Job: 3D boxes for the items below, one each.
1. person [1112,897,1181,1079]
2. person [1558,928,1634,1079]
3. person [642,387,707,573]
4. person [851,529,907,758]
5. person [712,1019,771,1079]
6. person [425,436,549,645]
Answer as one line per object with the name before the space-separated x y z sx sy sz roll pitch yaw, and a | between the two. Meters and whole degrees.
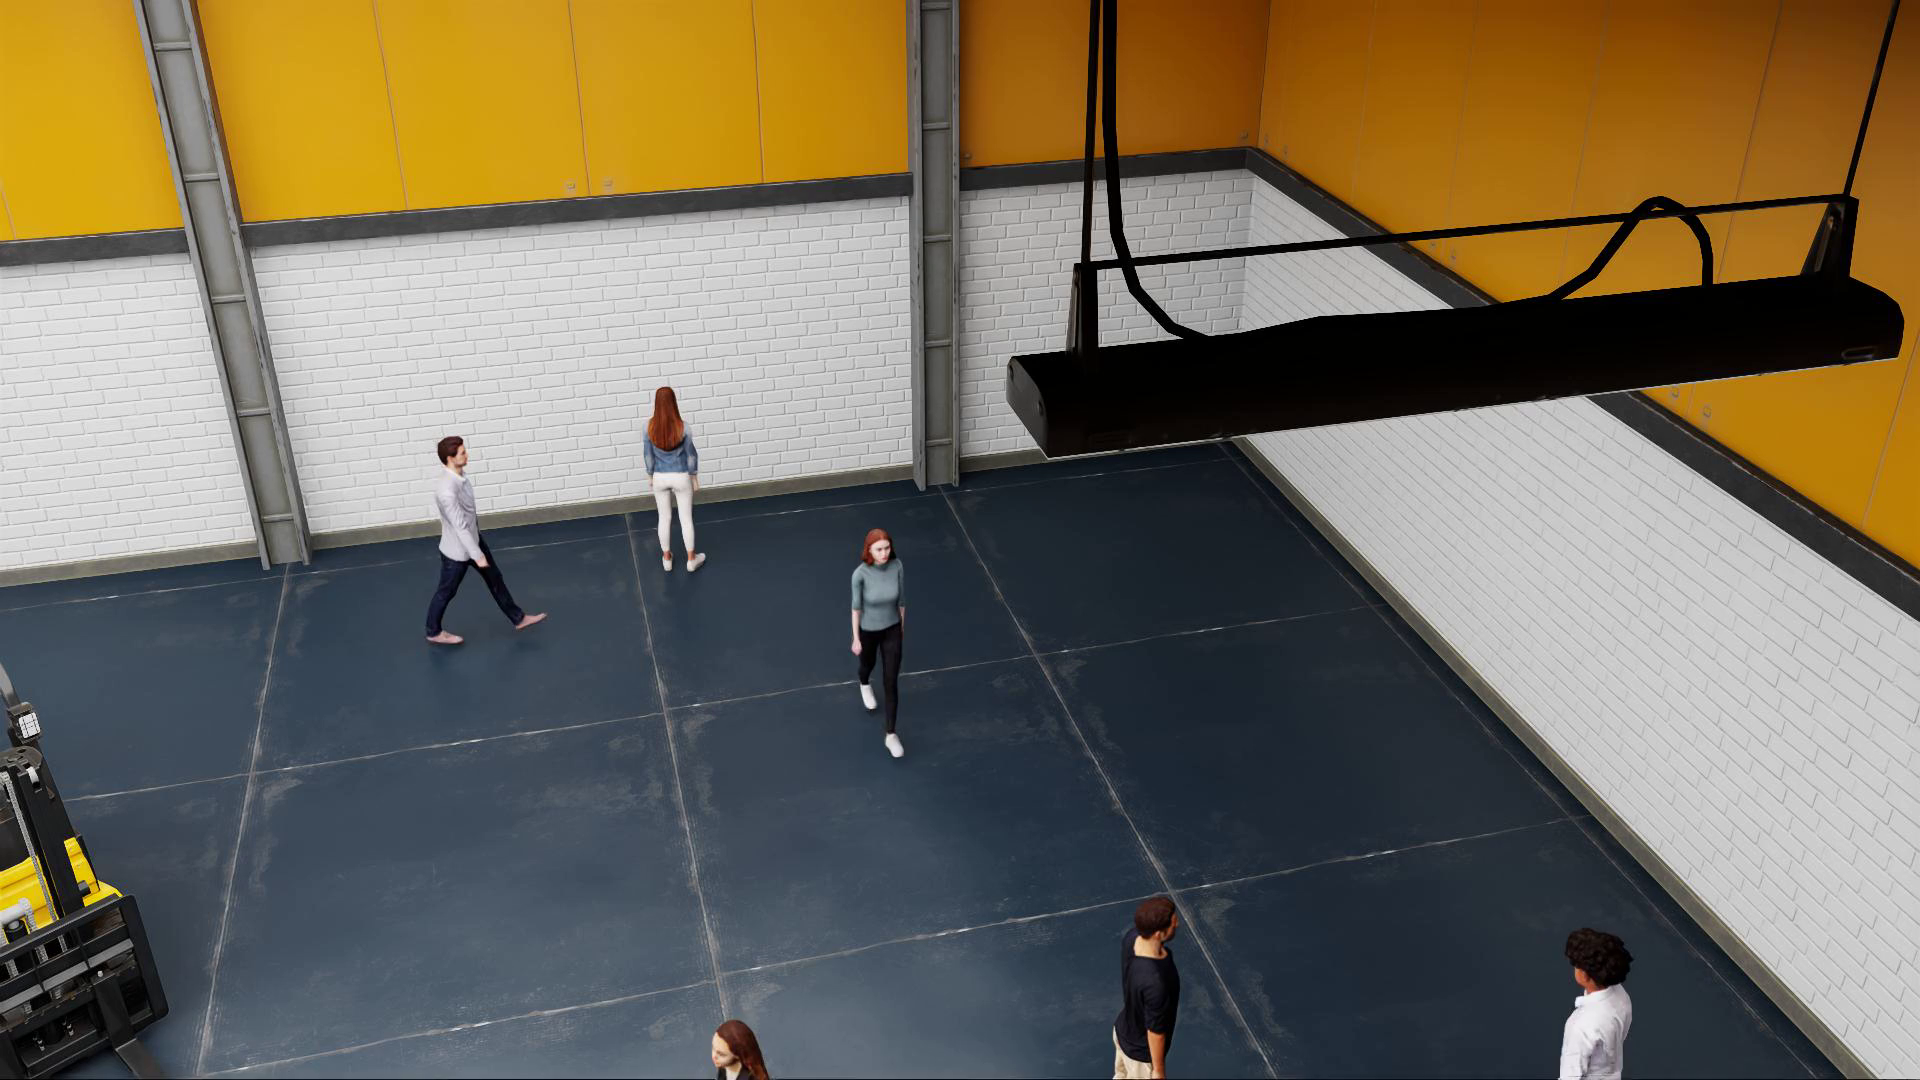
person | 0.926 2.577 8.575 0.549 1.854 0.636 -5 29 -10
person | 3.198 2.759 8.308 0.979 1.790 0.949 25 37 37
person | -2.497 -0.519 14.411 0.565 1.700 0.738 2 29 4
person | -0.629 0.670 12.230 1.110 1.702 0.695 -9 30 -17
person | -1.005 2.949 8.328 1.078 1.437 0.840 -22 35 -34
person | -4.063 0.058 13.251 1.261 1.798 0.870 -1 29 -2
